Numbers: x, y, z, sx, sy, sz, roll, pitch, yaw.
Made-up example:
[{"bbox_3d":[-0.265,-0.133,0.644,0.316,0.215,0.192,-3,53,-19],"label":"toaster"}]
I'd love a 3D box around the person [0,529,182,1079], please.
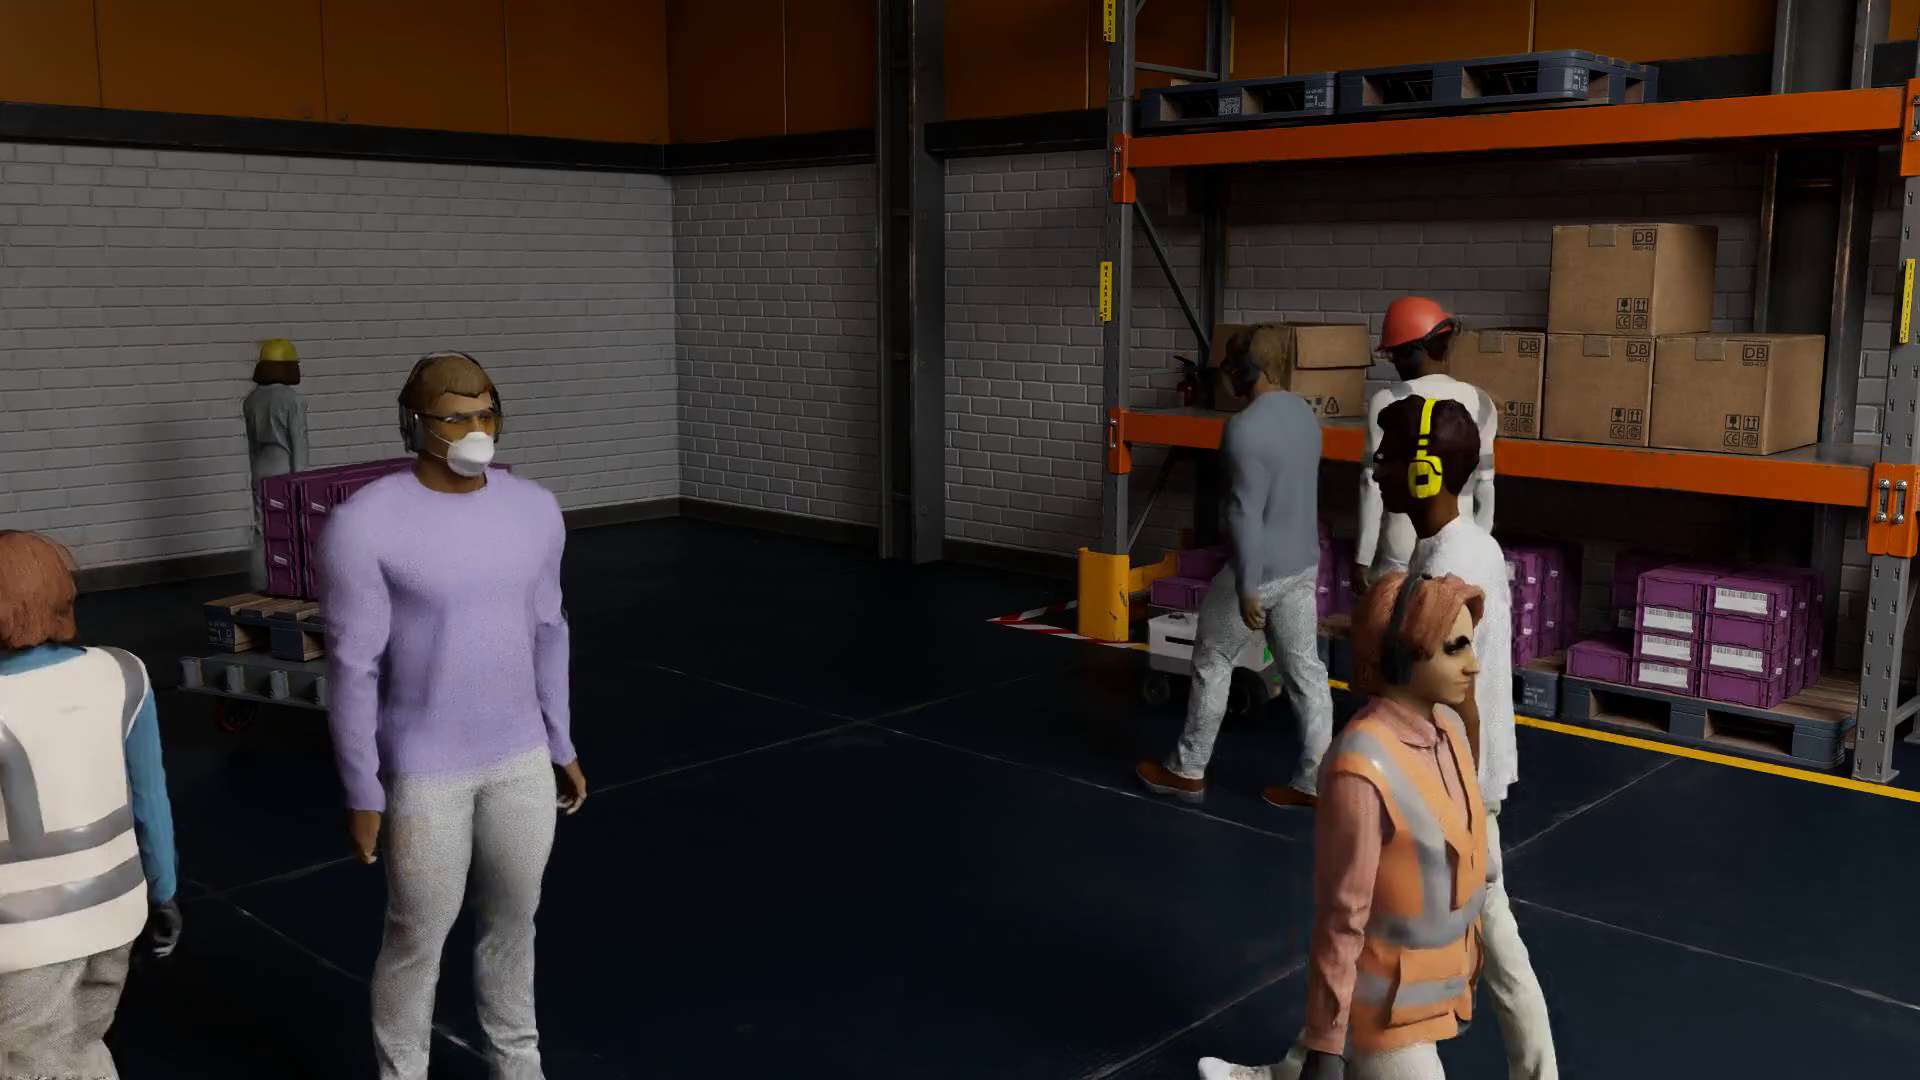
[{"bbox_3d":[-1.801,0.782,3.266,0.375,1.622,0.541,3,10,20],"label":"person"}]

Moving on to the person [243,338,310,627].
[{"bbox_3d":[-4.022,-0.353,9.965,0.506,1.704,0.741,4,10,22],"label":"person"}]

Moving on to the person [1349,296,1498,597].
[{"bbox_3d":[1.915,0.031,6.706,0.627,2.014,0.652,-4,10,-25],"label":"person"}]

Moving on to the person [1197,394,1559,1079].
[{"bbox_3d":[1.053,0.575,3.945,0.936,1.829,0.510,5,11,29],"label":"person"}]

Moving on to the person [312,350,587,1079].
[{"bbox_3d":[-1.175,0.523,3.921,0.355,1.938,0.636,8,12,41],"label":"person"}]

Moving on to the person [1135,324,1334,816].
[{"bbox_3d":[1.106,0.117,6.533,0.911,1.903,0.655,8,12,41],"label":"person"}]

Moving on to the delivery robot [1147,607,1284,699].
[{"bbox_3d":[1.254,0.504,7.981,0.707,0.478,0.477,8,12,40],"label":"delivery robot"}]

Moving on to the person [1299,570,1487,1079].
[{"bbox_3d":[0.741,0.832,3.045,0.829,1.606,0.524,6,11,32],"label":"person"}]
